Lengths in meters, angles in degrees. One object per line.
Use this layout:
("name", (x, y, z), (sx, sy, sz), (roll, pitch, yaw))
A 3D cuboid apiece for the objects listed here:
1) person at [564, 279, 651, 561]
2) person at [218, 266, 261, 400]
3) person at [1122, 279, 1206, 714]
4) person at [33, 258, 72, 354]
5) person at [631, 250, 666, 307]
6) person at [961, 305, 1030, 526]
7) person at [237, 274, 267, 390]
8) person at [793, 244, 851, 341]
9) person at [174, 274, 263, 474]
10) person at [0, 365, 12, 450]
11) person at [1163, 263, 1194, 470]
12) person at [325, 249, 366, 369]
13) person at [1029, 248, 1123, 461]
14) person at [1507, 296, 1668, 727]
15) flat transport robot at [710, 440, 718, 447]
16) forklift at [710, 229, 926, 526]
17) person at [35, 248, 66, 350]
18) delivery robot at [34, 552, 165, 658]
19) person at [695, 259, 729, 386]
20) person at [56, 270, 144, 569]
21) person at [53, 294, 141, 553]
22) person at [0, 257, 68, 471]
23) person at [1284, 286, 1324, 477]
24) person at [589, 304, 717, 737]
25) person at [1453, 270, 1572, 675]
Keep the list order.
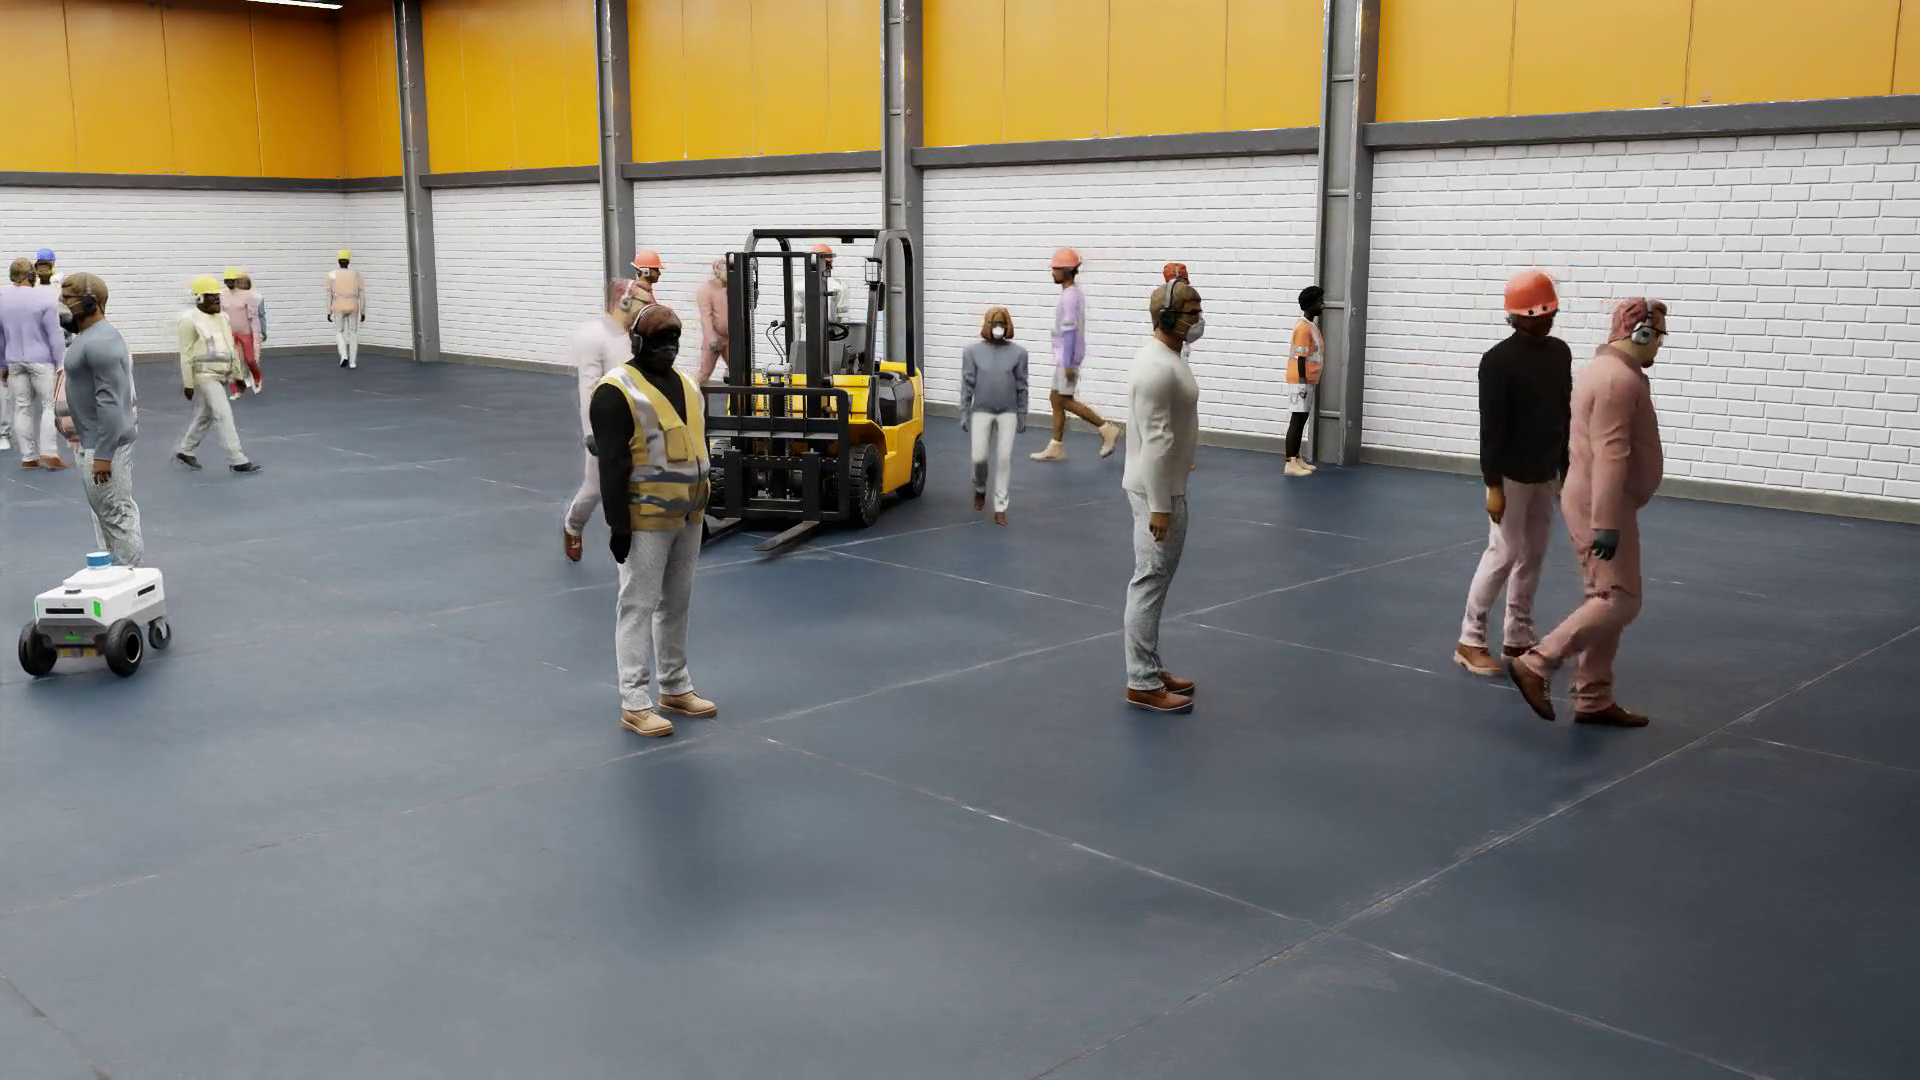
("person", (-2.196, -0.722, 10.574), (0.849, 1.862, 0.654), (10, 14, 43))
("person", (-9.472, -2.733, 21.867), (0.532, 1.739, 0.773), (-1, 10, -8))
("person", (0.914, -0.201, 7.519), (0.353, 1.937, 0.635), (2, 11, 11))
("person", (-11.259, -2.547, 20.536), (0.519, 1.855, 0.395), (-6, 12, -30))
("person", (-3.062, -1.836, 16.312), (0.399, 1.987, 0.619), (-1, 10, -3))
("person", (0.260, -0.933, 12.350), (0.515, 1.621, 0.435), (-1, 10, -4))
("person", (-9.954, -2.907, 23.199), (0.529, 1.599, 0.848), (-4, 11, -22))
("person", (-1.433, -2.048, 17.305), (0.615, 2.043, 0.373), (1, 10, 4))
("person", (-6.754, -1.488, 14.960), (0.928, 1.793, 0.598), (2, 11, 9))
("person", (-9.668, -1.761, 16.607), (0.491, 1.726, 0.414), (-4, 11, -20))
("person", (1.940, -1.579, 15.188), (0.353, 1.883, 0.573), (-2, 11, -10))
("person", (-9.841, -3.701, 26.679), (0.608, 1.909, 0.437), (-5, 12, -25))
("person", (1.095, -1.720, 15.590), (0.800, 2.023, 0.612), (1, 10, 6))
("person", (2.753, -0.111, 7.217), (0.533, 1.869, 0.722), (3, 11, 15))
("flat transport robot", (-2.030, -0.806, 15.368), (1.431, 0.197, 0.652), (-4, 11, -22))
("forklift", (-1.050, -1.319, 12.920), (1.214, 2.155, 2.313), (2, 11, 13))
("person", (-13.271, -3.251, 24.218), (0.629, 1.952, 0.534), (-1, 10, -6))
("delivery robot", (-4.272, 0.305, 8.279), (0.477, 0.478, 0.707), (0, 10, -1))
("person", (-2.854, -2.385, 19.675), (1.002, 1.862, 0.643), (8, 13, 39))
("person", (-4.757, -0.511, 9.207), (0.373, 1.940, 0.630), (-7, 12, -33))
("person", (-5.082, -0.571, 9.803), (0.429, 1.841, 0.633), (-10, 14, -42))
("person", (-8.431, -1.574, 15.067), (0.655, 1.930, 0.457), (0, 10, 2))
("person", (3.067, -1.413, 14.813), (0.320, 1.691, 0.533), (4, 11, 19))
("person", (-1.293, -0.092, 7.193), (0.429, 1.840, 0.636), (5, 12, 28))
("person", (2.744, -0.321, 8.145), (0.665, 1.957, 0.433), (-8, 13, -37))
